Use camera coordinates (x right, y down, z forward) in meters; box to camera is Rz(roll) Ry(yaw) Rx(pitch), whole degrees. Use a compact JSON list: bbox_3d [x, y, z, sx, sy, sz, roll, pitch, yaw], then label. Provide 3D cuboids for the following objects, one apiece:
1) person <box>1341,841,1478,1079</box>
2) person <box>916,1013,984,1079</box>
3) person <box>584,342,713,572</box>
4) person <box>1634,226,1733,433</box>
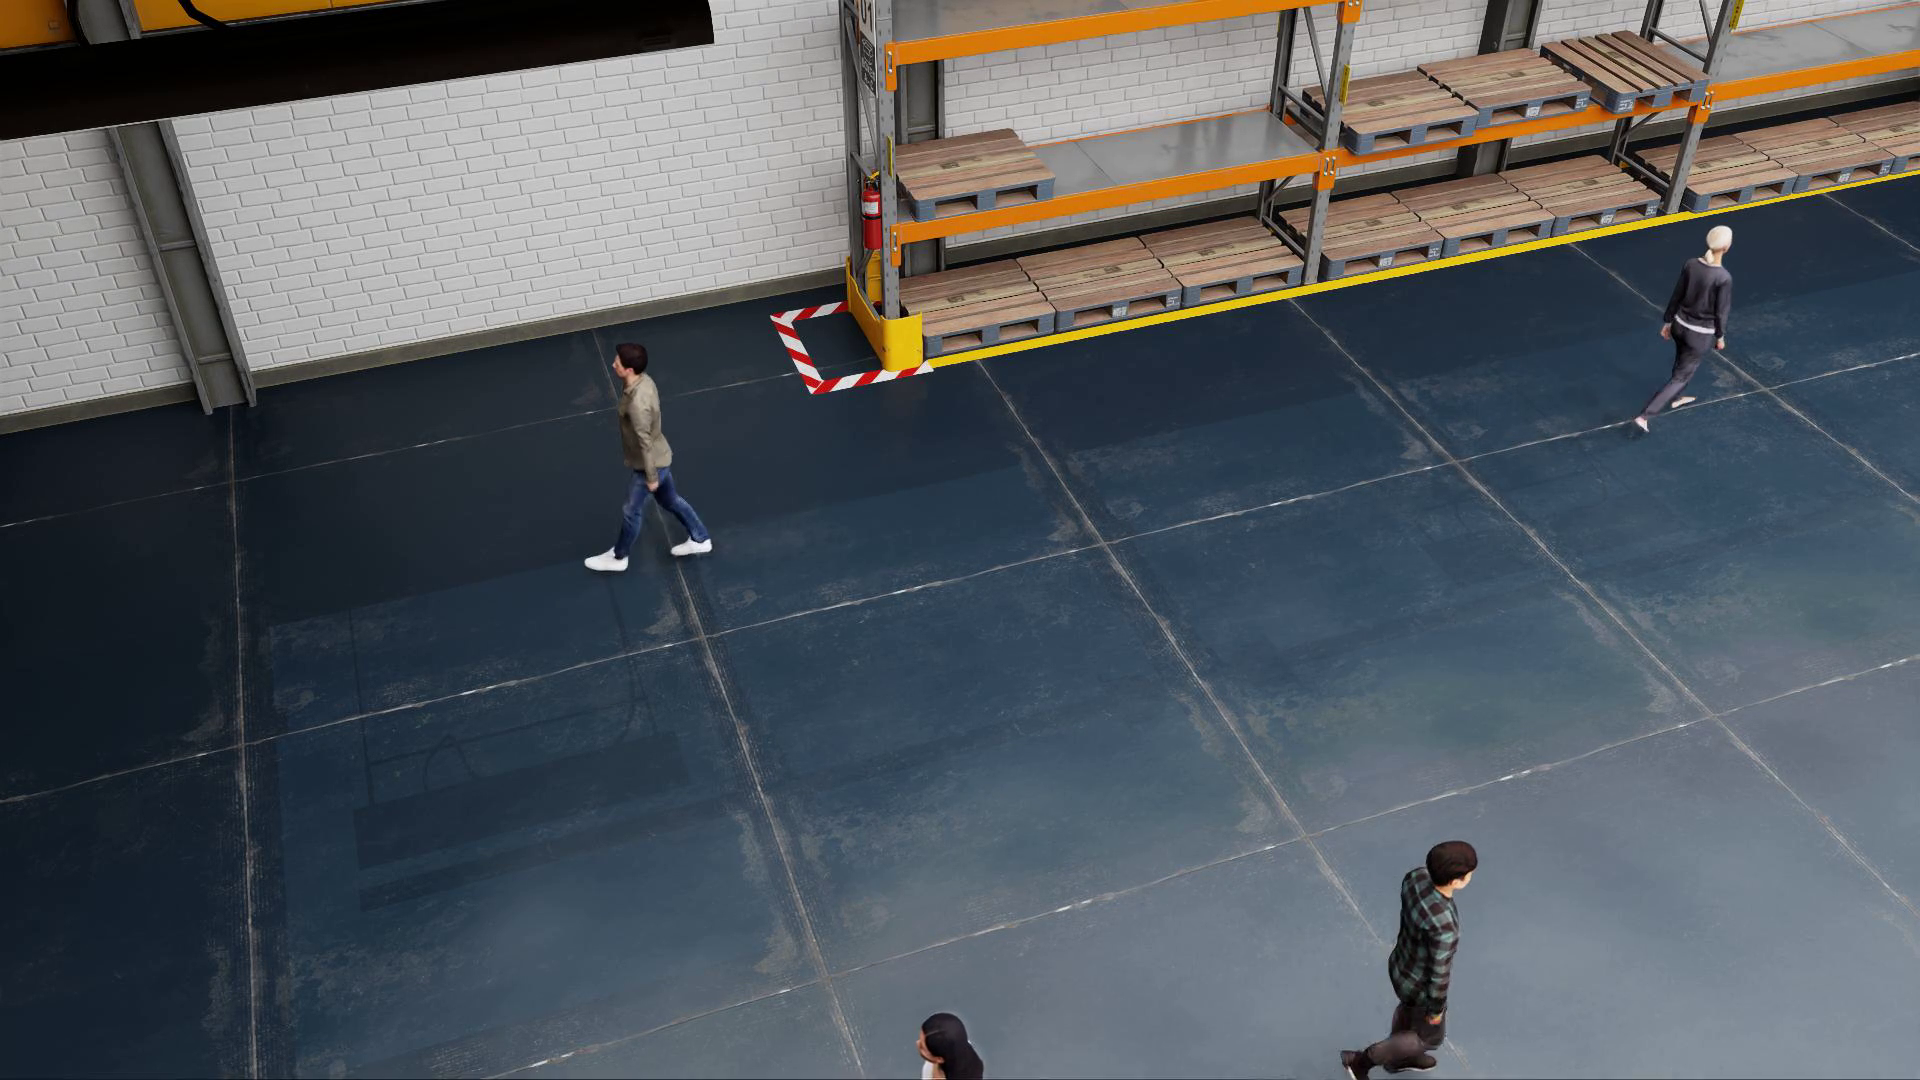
[{"bbox_3d":[2.198,2.125,8.136,0.885,1.705,0.814,-2,39,-3],"label":"person"},{"bbox_3d":[-0.043,2.689,7.455,0.795,1.772,0.768,6,39,8],"label":"person"},{"bbox_3d":[-2.062,-0.551,11.476,1.206,1.817,0.898,-4,39,-5],"label":"person"},{"bbox_3d":[5.638,-1.606,12.894,1.094,1.695,0.697,-18,42,-21],"label":"person"}]
